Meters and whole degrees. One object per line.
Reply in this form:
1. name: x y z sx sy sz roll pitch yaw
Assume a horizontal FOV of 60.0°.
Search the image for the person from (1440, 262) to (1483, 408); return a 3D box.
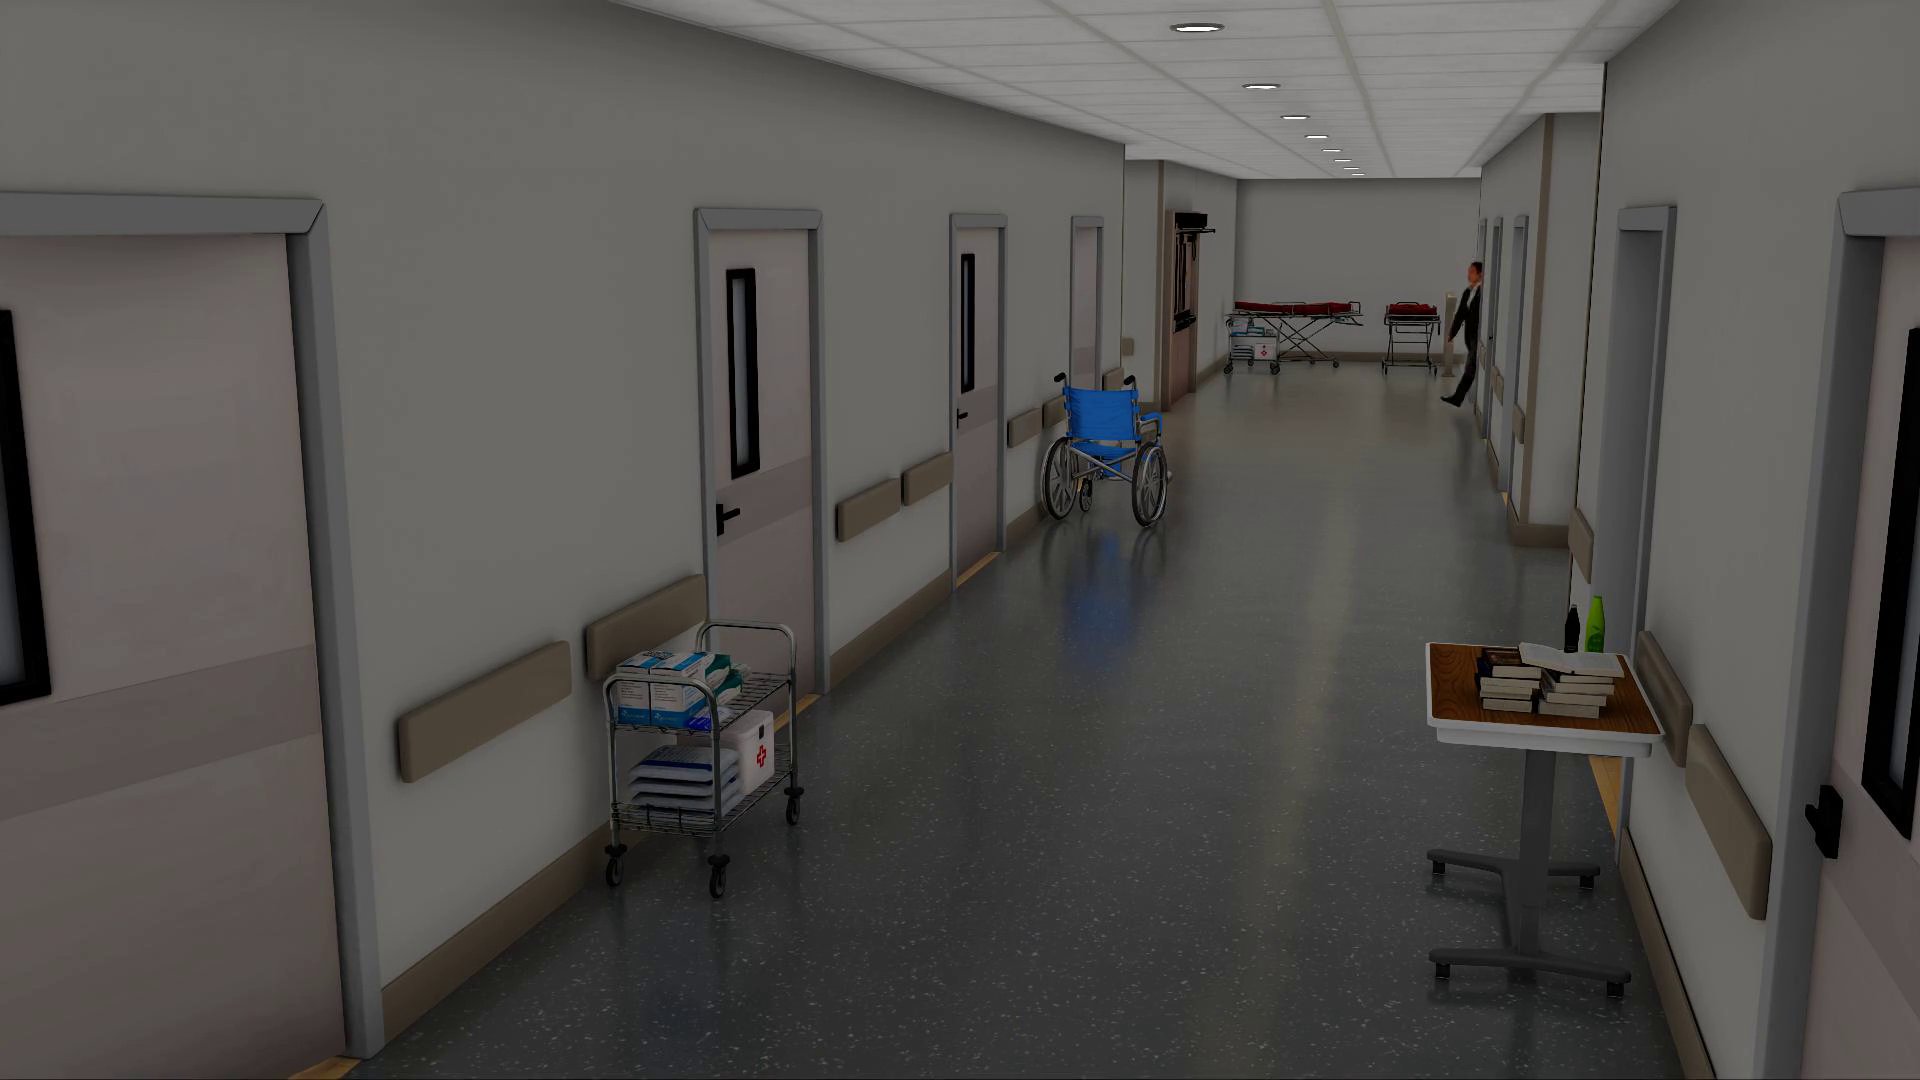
1. person: 6.418 -2.473 20.350 1.162 1.754 1.217 -3 11 -17
